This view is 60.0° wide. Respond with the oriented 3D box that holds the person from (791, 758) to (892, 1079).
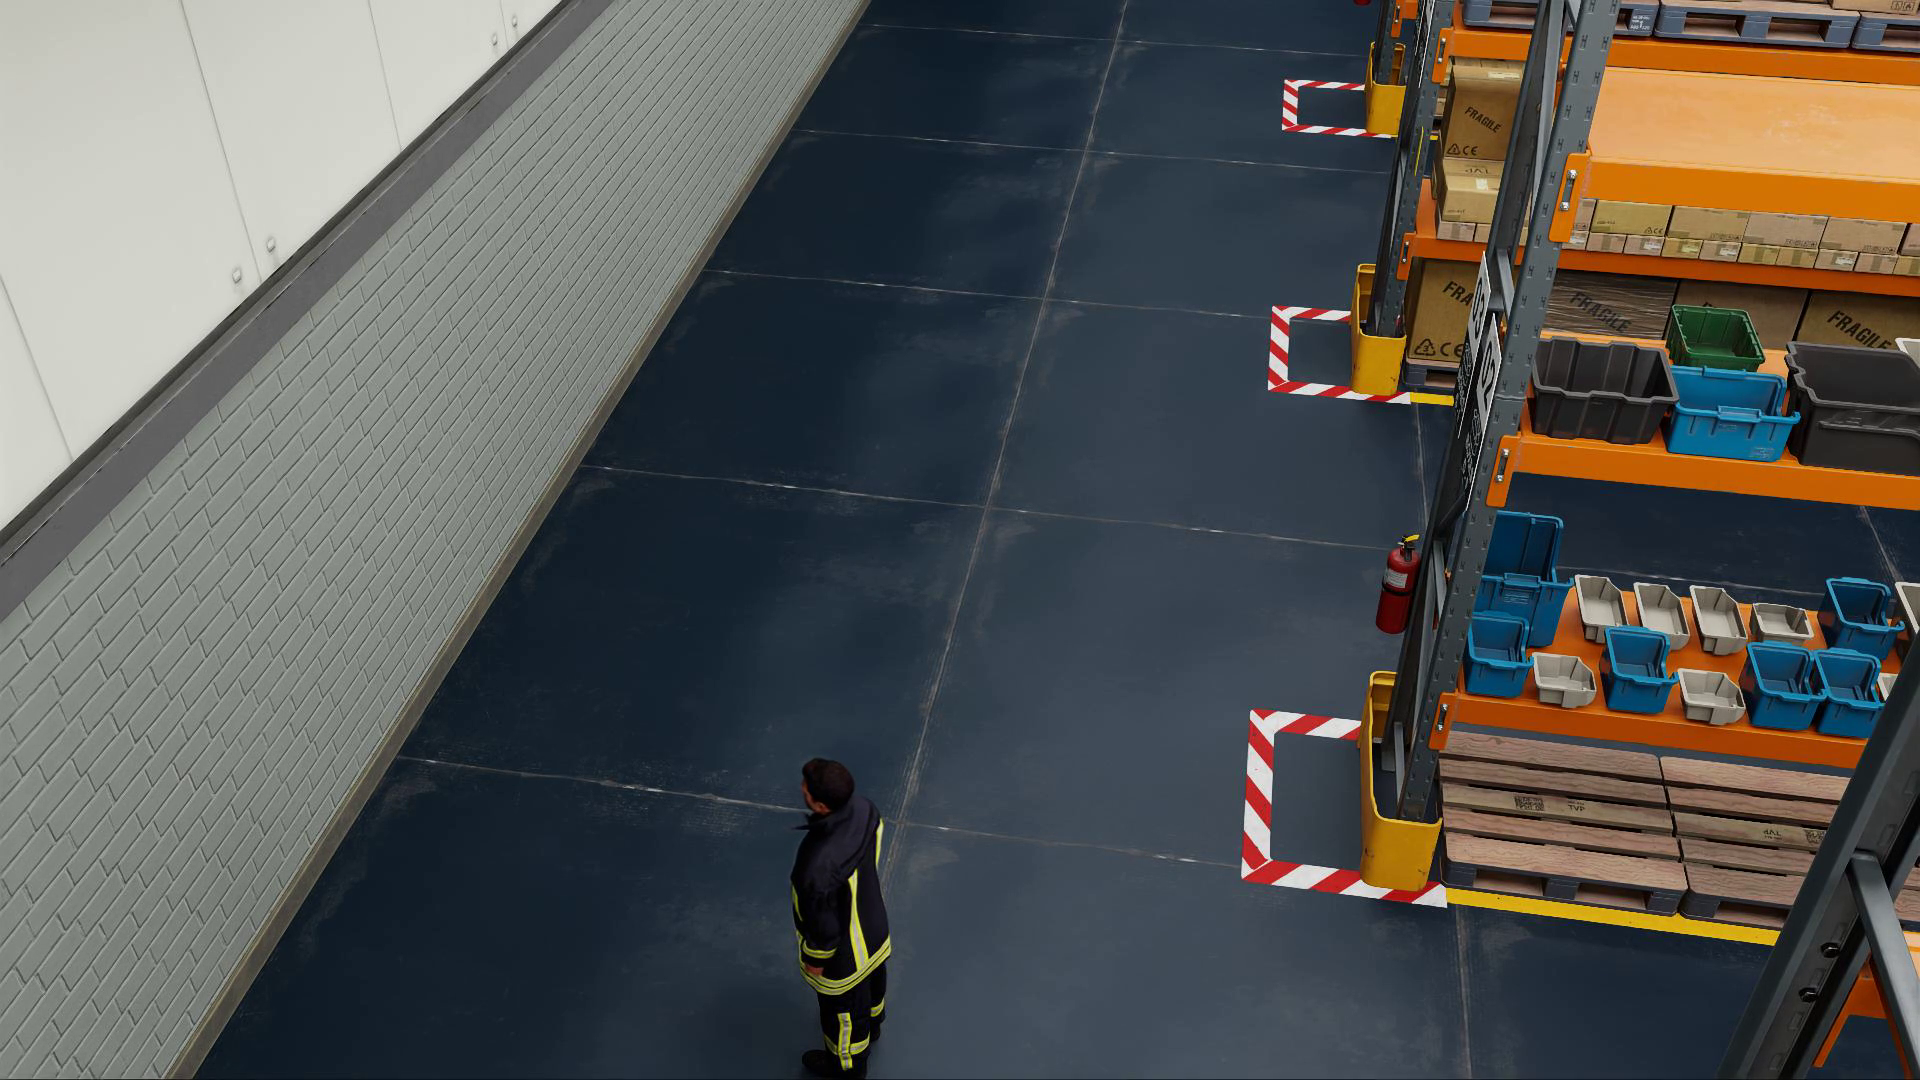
[{"bbox_3d":[-0.522,1.693,7.420,0.711,1.928,0.812,12,39,15],"label":"person"}]
